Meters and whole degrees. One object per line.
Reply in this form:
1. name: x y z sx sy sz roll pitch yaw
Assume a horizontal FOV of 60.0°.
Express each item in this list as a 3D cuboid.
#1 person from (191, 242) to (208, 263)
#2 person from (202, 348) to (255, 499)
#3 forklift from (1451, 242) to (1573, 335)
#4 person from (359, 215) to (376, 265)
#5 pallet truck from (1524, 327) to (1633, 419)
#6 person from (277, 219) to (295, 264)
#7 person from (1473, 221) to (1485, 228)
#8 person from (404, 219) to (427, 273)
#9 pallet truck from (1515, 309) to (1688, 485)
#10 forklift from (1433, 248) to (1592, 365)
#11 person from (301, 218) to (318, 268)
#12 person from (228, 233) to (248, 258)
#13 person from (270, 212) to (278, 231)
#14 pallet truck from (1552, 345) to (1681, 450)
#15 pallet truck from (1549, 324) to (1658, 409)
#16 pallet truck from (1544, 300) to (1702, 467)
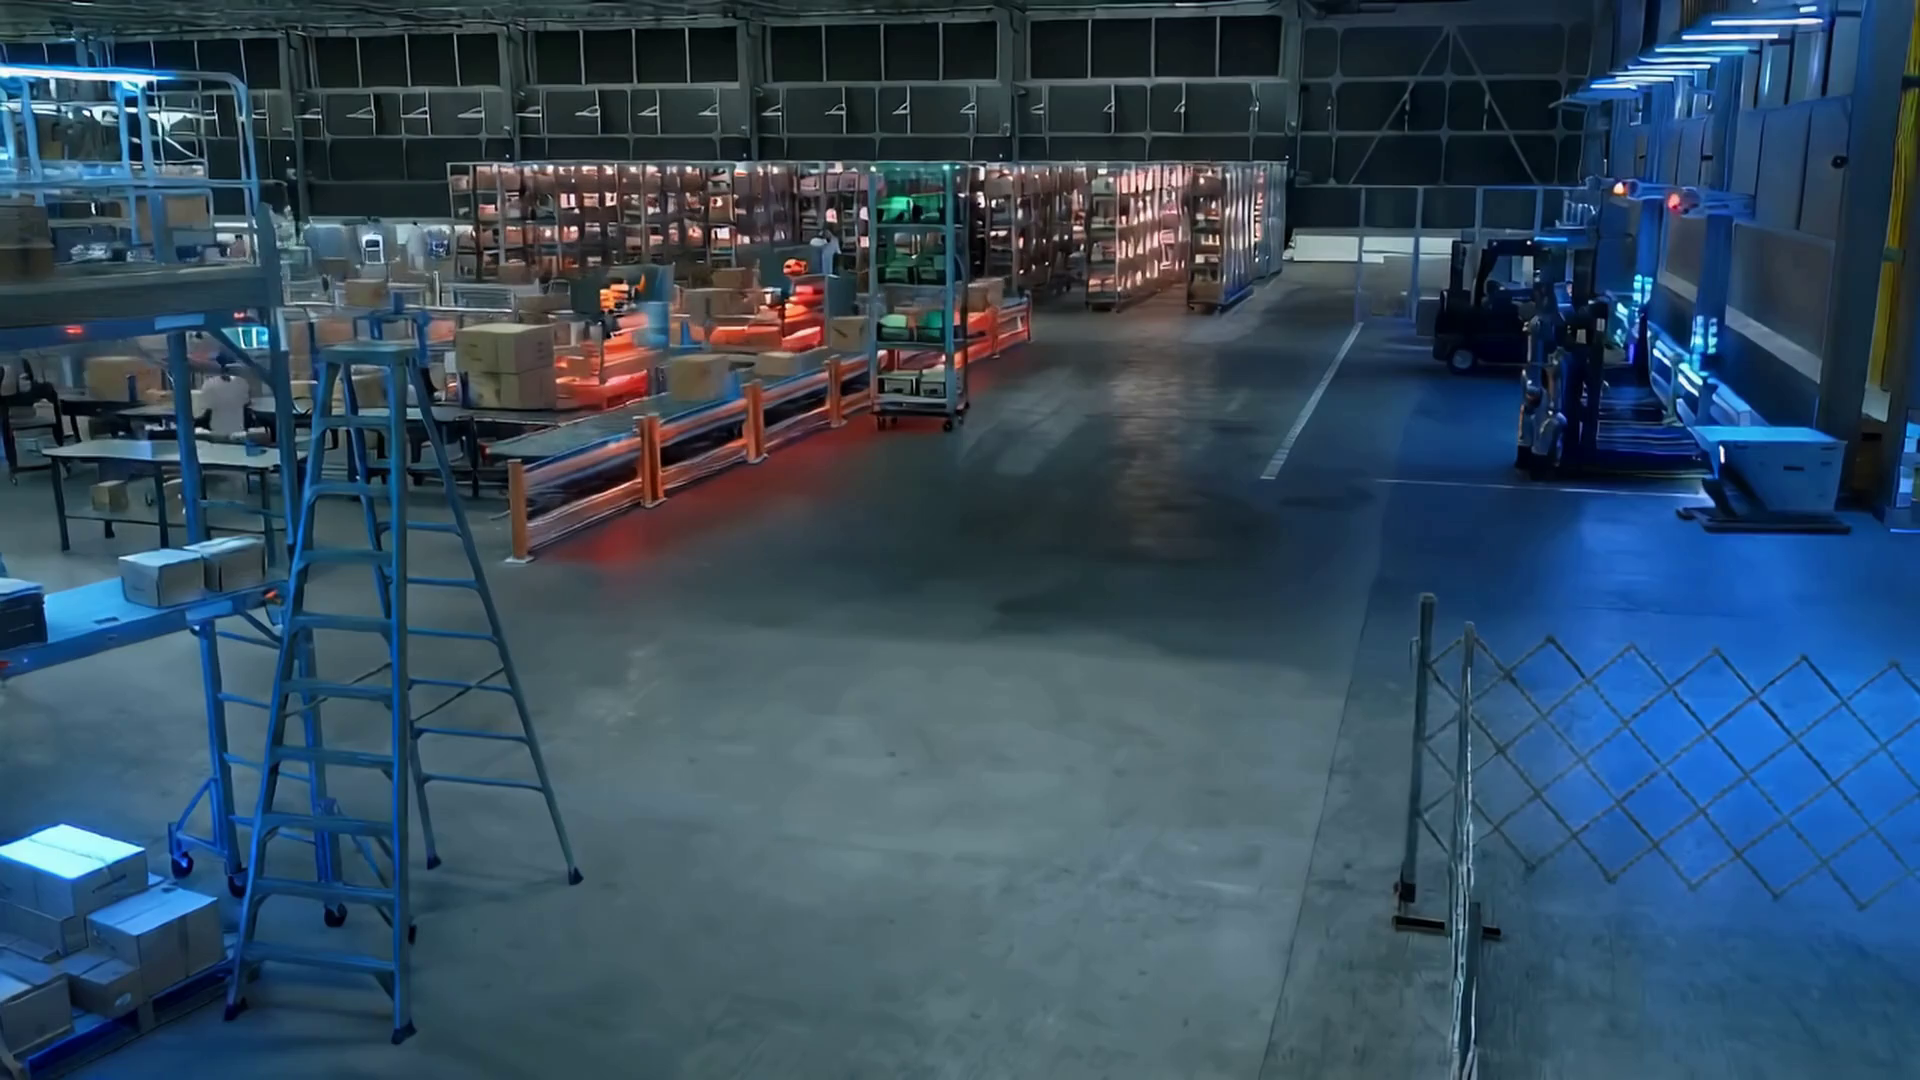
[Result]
1. person: -16.399 -5.473 35.990 0.427 1.938 0.615 -5 14 -21
2. person: -7.434 -1.040 17.003 0.400 1.855 0.561 7 15 29
3. forklift: 10.464 -4.597 31.405 2.680 1.987 1.157 4 14 16
4. person: -20.609 -10.413 57.793 0.507 1.713 0.553 -7 15 -29
5. pallet truck: 9.065 -2.460 24.370 1.522 1.261 0.704 3 13 14
6. person: -20.723 -8.913 51.106 0.449 1.843 0.611 9 16 33
7. person: 14.297 -7.835 46.050 0.396 1.992 0.623 6 14 23
8. person: -16.570 -8.829 50.633 0.657 1.863 0.932 -4 14 -18
9. pallet truck: 7.554 -1.677 19.446 1.885 1.965 0.823 3 13 14
10. forklift: 9.780 -4.111 29.280 2.680 1.987 1.157 3 13 14
11. person: -21.323 -9.682 54.609 0.723 1.726 0.566 9 16 34
12. person: -19.195 -7.363 44.362 0.590 1.833 0.404 6 14 24
13. person: -27.314 -12.347 65.804 0.934 1.886 0.554 11 17 40
14. pallet truck: 8.641 -1.896 21.908 1.630 1.274 0.653 4 14 16
15. pallet truck: 9.824 -2.669 25.407 1.601 1.201 0.680 4 14 16
16. pallet truck: 8.263 -1.952 20.631 1.885 1.965 0.823 5 14 20
